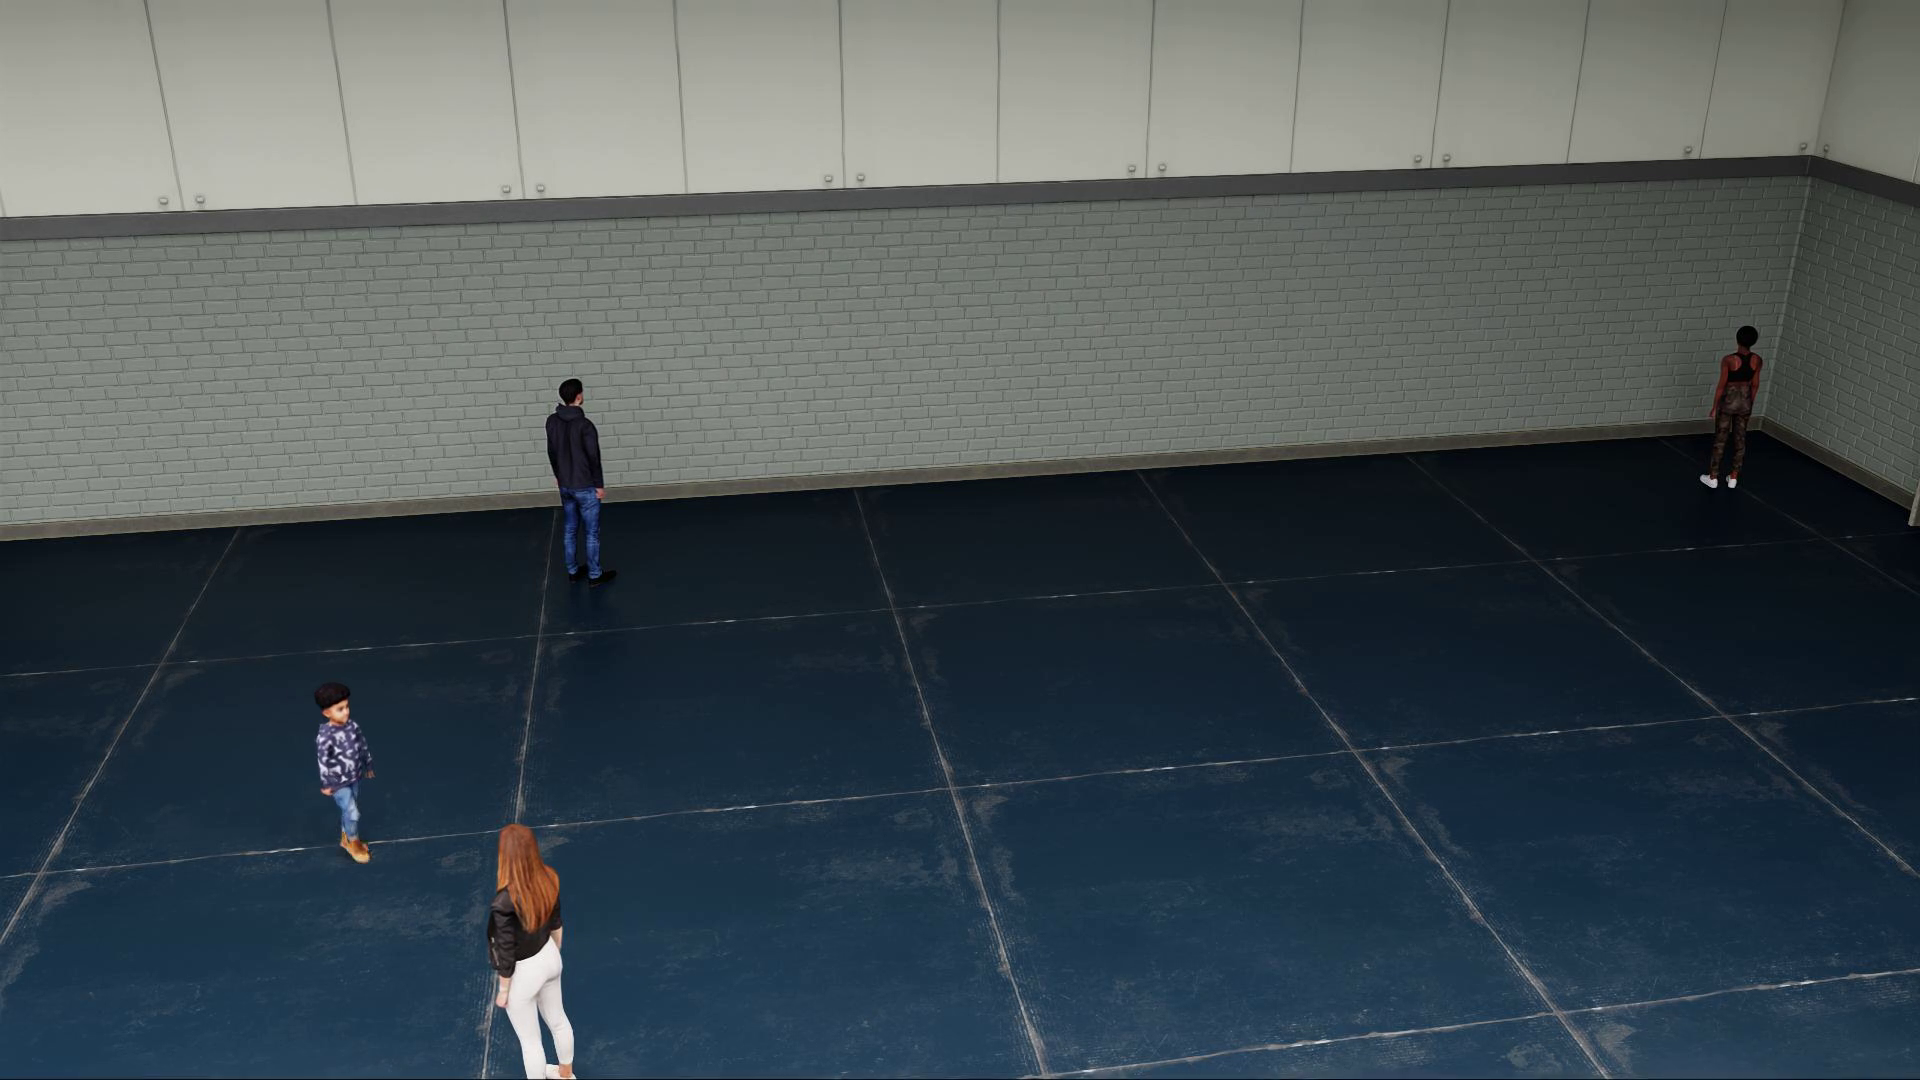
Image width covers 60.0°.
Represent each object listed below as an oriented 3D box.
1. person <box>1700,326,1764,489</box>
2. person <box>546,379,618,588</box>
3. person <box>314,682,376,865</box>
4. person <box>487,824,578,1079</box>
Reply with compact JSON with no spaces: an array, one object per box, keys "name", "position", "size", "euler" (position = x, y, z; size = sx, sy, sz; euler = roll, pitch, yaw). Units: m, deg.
[{"name":"person","position":[7.860,-1.357,16.883],"size":[0.616,1.700,0.598],"euler":[1,23,2]},{"name":"person","position":[-3.364,-0.502,14.625],"size":[0.762,1.894,0.780],"euler":[11,25,23]},{"name":"person","position":[-4.036,1.489,10.776],"size":[0.685,1.241,0.622],"euler":[12,26,25]},{"name":"person","position":[-2.192,2.197,8.520],"size":[0.735,1.704,0.656],"euler":[13,26,27]}]
